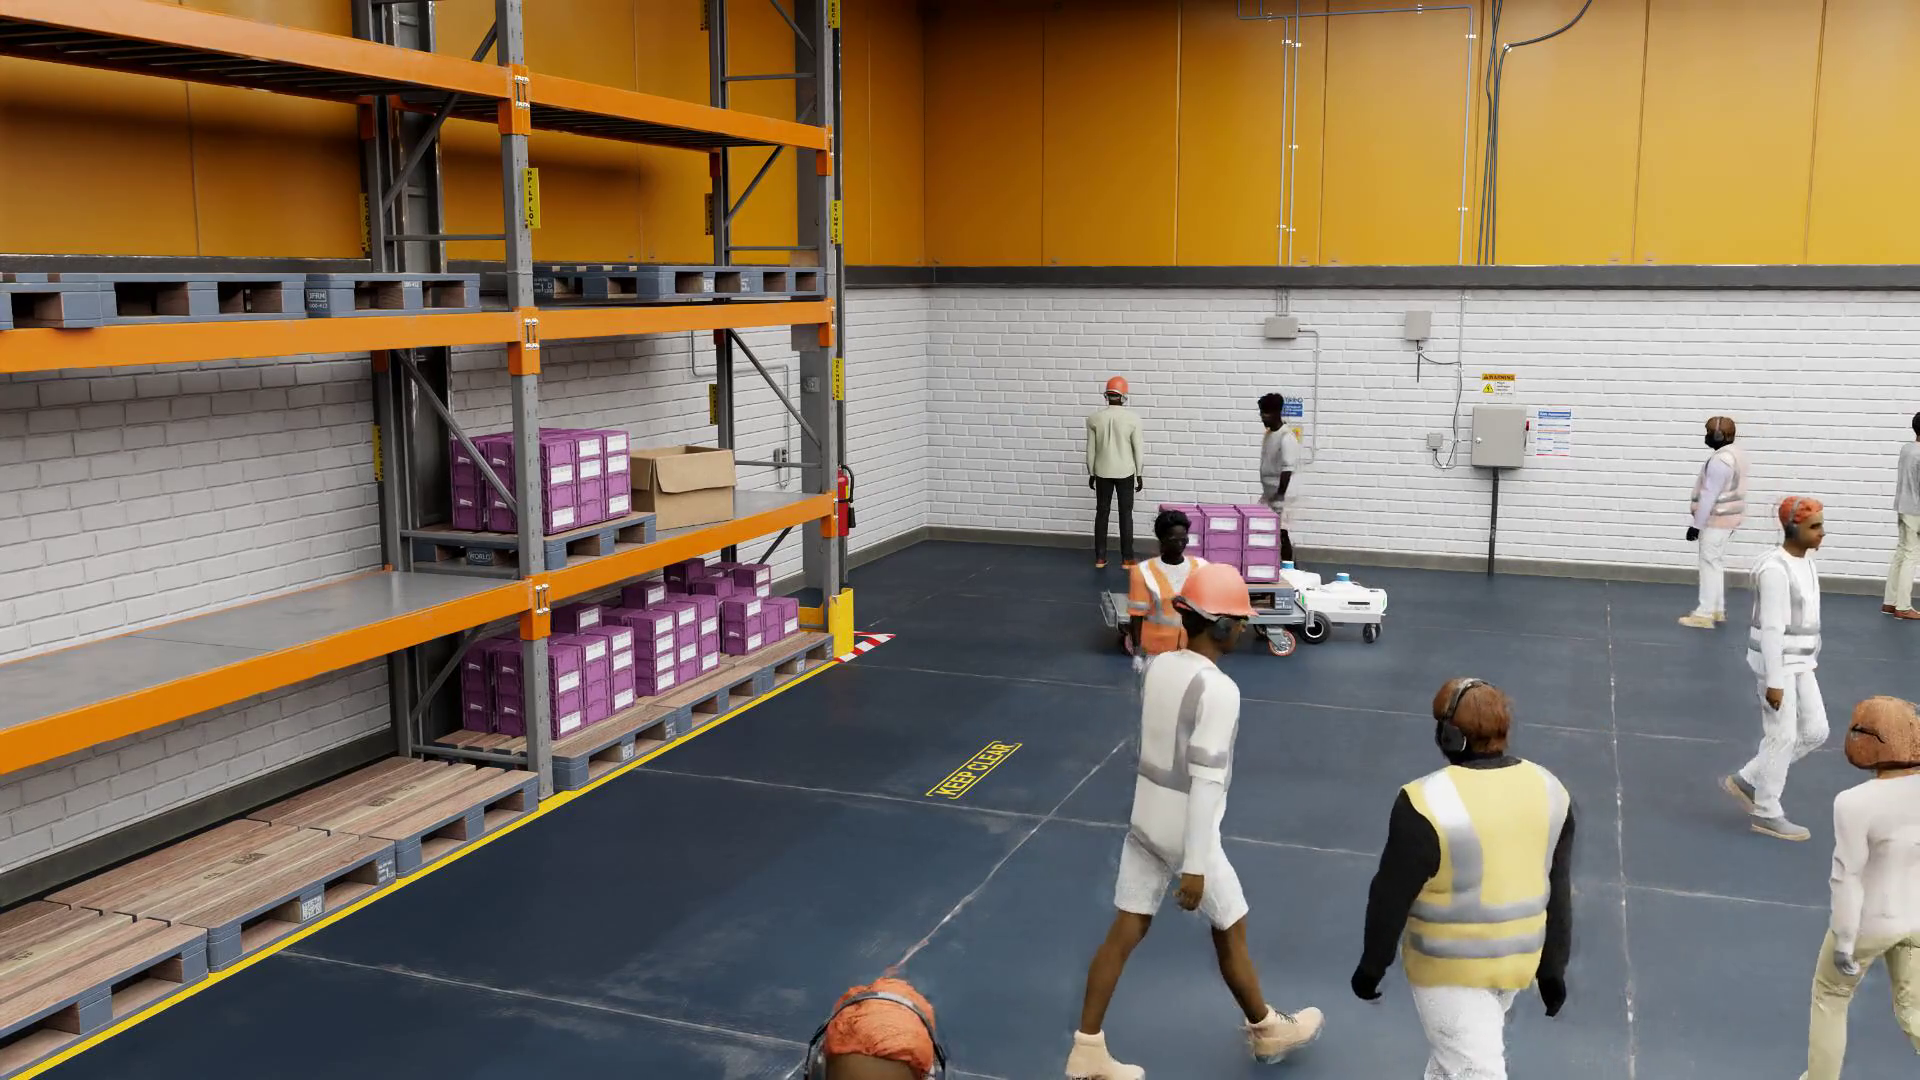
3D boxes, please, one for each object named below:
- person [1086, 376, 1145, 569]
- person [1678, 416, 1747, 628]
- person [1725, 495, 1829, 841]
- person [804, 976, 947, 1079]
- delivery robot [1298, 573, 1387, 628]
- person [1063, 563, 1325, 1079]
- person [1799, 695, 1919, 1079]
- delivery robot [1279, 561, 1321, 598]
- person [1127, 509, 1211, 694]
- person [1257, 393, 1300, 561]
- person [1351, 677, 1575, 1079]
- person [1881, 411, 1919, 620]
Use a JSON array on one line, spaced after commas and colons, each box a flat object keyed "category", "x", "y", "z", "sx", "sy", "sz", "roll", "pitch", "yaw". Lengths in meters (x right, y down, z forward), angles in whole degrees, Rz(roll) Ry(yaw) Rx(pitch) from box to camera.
[{"category": "person", "x": 1.610, "y": -0.695, "z": 17.222, "sx": 0.612, "sy": 1.995, "sz": 0.382, "roll": 3, "pitch": 10, "yaw": 18}, {"category": "person", "x": 6.492, "y": -0.147, "z": 14.296, "sx": 0.437, "sy": 1.841, "sz": 0.640, "roll": 6, "pitch": 11, "yaw": 35}, {"category": "person", "x": 4.450, "y": 0.686, "z": 8.942, "sx": 0.428, "sy": 1.866, "sz": 0.598, "roll": 9, "pitch": 13, "yaw": 44}, {"category": "person", "x": -0.148, "y": 1.639, "z": 3.043, "sx": 0.586, "sy": 1.850, "sz": 0.894, "roll": 4, "pitch": 10, "yaw": 26}, {"category": "delivery robot", "x": 3.174, "y": 0.519, "z": 13.811, "sx": 0.707, "sy": 0.478, "sz": 0.477, "roll": 1, "pitch": 9, "yaw": 8}, {"category": "person", "x": 0.859, "y": 1.069, "z": 6.216, "sx": 1.108, "sy": 1.969, "sz": 0.616, "roll": -4, "pitch": 10, "yaw": -23}, {"category": "person", "x": 3.214, "y": 1.334, "z": 5.699, "sx": 0.504, "sy": 1.605, "sz": 0.757, "roll": -2, "pitch": 9, "yaw": -14}, {"category": "delivery robot", "x": 2.833, "y": 0.425, "z": 14.403, "sx": 0.477, "sy": 0.478, "sz": 0.707, "roll": 7, "pitch": 11, "yaw": 37}, {"category": "person", "x": 1.237, "y": 0.651, "z": 9.736, "sx": 0.549, "sy": 1.680, "sz": 0.371, "roll": -2, "pitch": 9, "yaw": -11}, {"category": "person", "x": 2.984, "y": -0.453, "z": 15.912, "sx": 0.627, "sy": 1.924, "sz": 0.683, "roll": -2, "pitch": 9, "yaw": -12}, {"category": "person", "x": 1.574, "y": 1.320, "z": 5.237, "sx": 0.632, "sy": 1.799, "sz": 0.946, "roll": -5, "pitch": 10, "yaw": -27}, {"category": "person", "x": 8.428, "y": -0.220, "z": 14.678, "sx": 0.332, "sy": 1.866, "sz": 0.515, "roll": 1, "pitch": 9, "yaw": 8}]
